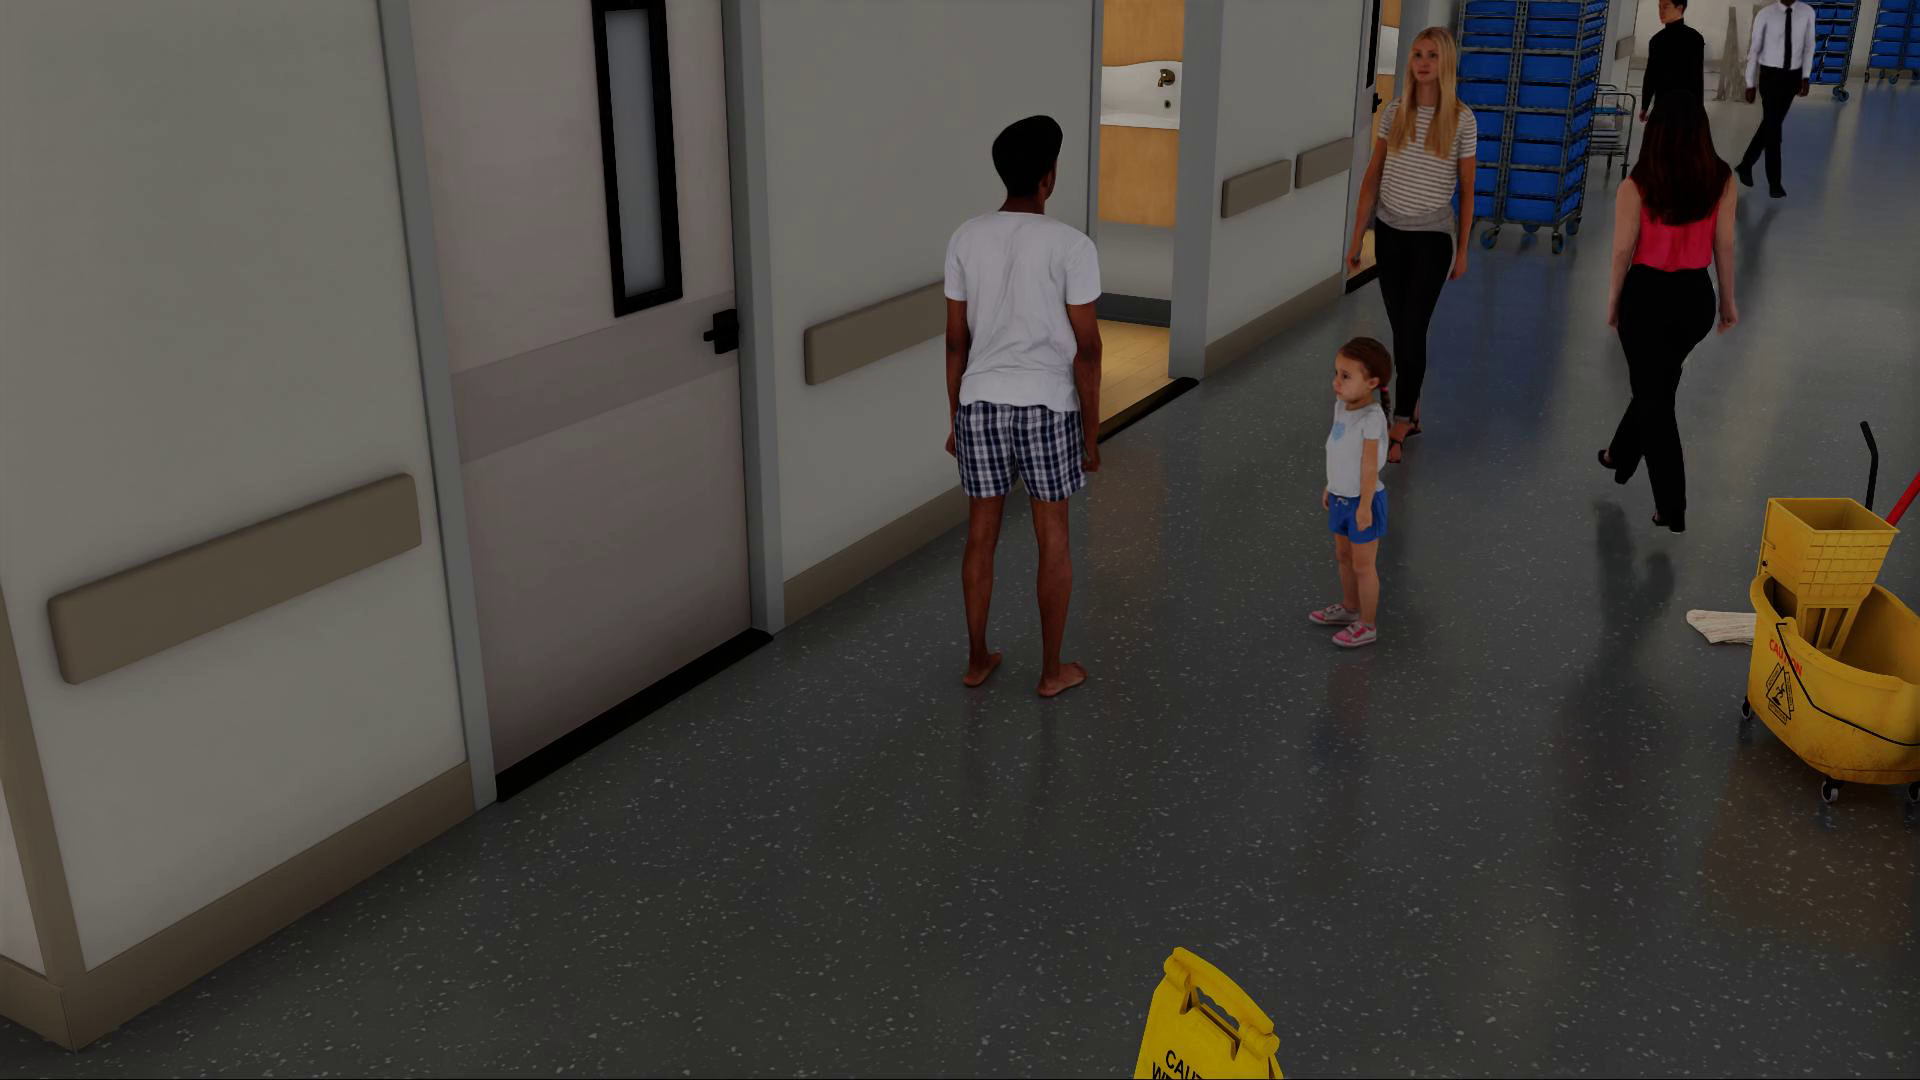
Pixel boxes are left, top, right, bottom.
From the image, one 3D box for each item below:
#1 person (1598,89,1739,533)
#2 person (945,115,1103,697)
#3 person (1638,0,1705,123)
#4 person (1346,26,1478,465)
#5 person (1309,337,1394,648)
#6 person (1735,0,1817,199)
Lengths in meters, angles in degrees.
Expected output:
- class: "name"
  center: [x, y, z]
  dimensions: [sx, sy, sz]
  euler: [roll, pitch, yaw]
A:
- class: "person"
  center: [2.687, -0.807, 6.275]
  dimensions: [1.051, 1.603, 1.225]
  euler: [0, 21, -1]
- class: "person"
  center: [0.174, -0.374, 4.950]
  dimensions: [0.660, 1.731, 0.559]
  euler: [8, 22, 21]
- class: "person"
  center: [5.691, -3.446, 13.111]
  dimensions: [0.943, 1.697, 0.879]
  euler: [-7, 22, -18]
- class: "person"
  center: [2.005, -1.282, 7.249]
  dimensions: [0.668, 1.802, 0.952]
  euler: [15, 26, 35]
- class: "person"
  center: [1.295, -0.159, 5.391]
  dimensions: [0.543, 1.017, 0.480]
  euler: [-5, 21, -12]
- class: "person"
  center: [6.806, -3.792, 13.893]
  dimensions: [1.011, 1.788, 1.330]
  euler: [2, 21, 4]
